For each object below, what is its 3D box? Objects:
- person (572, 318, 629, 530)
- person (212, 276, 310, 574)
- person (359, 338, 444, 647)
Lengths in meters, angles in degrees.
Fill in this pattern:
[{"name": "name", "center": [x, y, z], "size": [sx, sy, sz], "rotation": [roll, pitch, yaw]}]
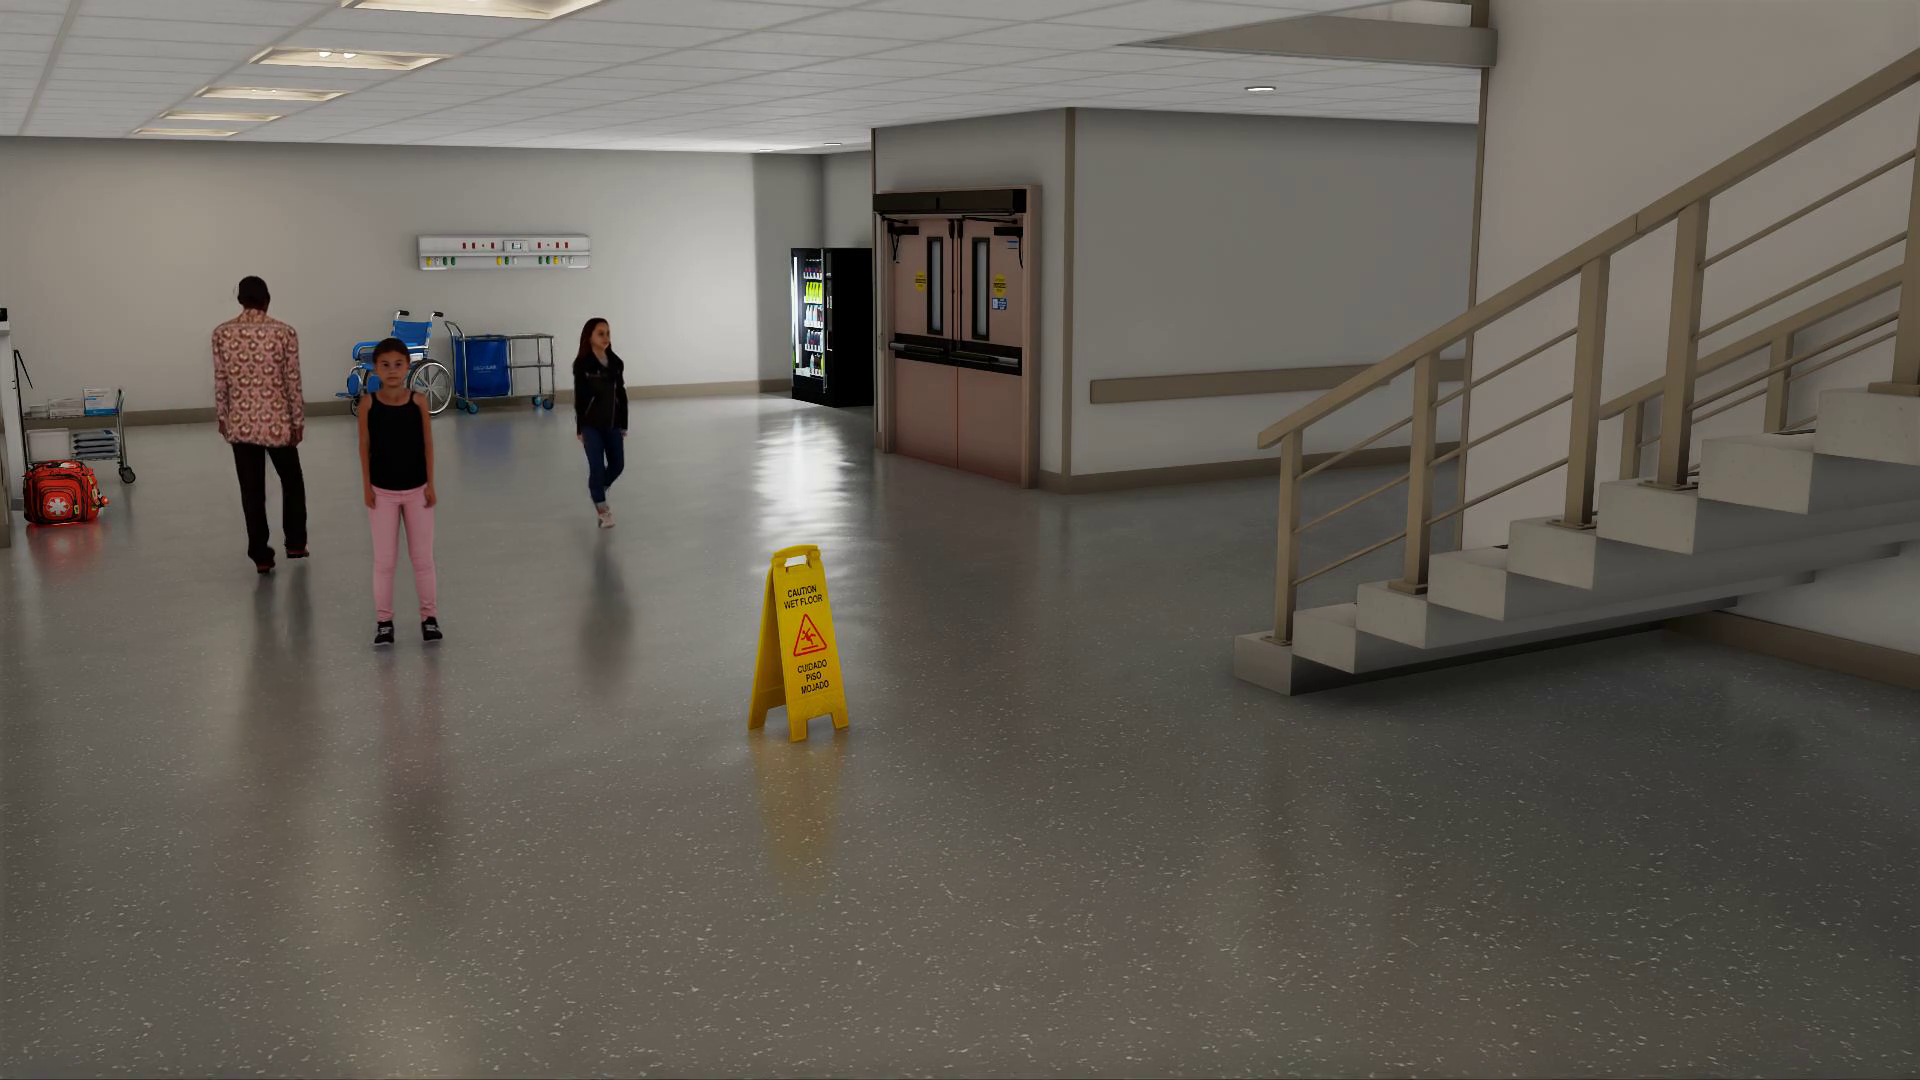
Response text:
[{"name": "person", "center": [-2.563, -0.821, 11.676], "size": [0.615, 1.472, 0.743], "rotation": [-9, 14, -38]}, {"name": "person", "center": [-4.253, -0.683, 10.092], "size": [0.782, 1.792, 0.825], "rotation": [-3, 11, -15]}, {"name": "person", "center": [-2.822, -0.242, 8.383], "size": [0.527, 1.563, 0.531], "rotation": [-4, 12, -22]}]
